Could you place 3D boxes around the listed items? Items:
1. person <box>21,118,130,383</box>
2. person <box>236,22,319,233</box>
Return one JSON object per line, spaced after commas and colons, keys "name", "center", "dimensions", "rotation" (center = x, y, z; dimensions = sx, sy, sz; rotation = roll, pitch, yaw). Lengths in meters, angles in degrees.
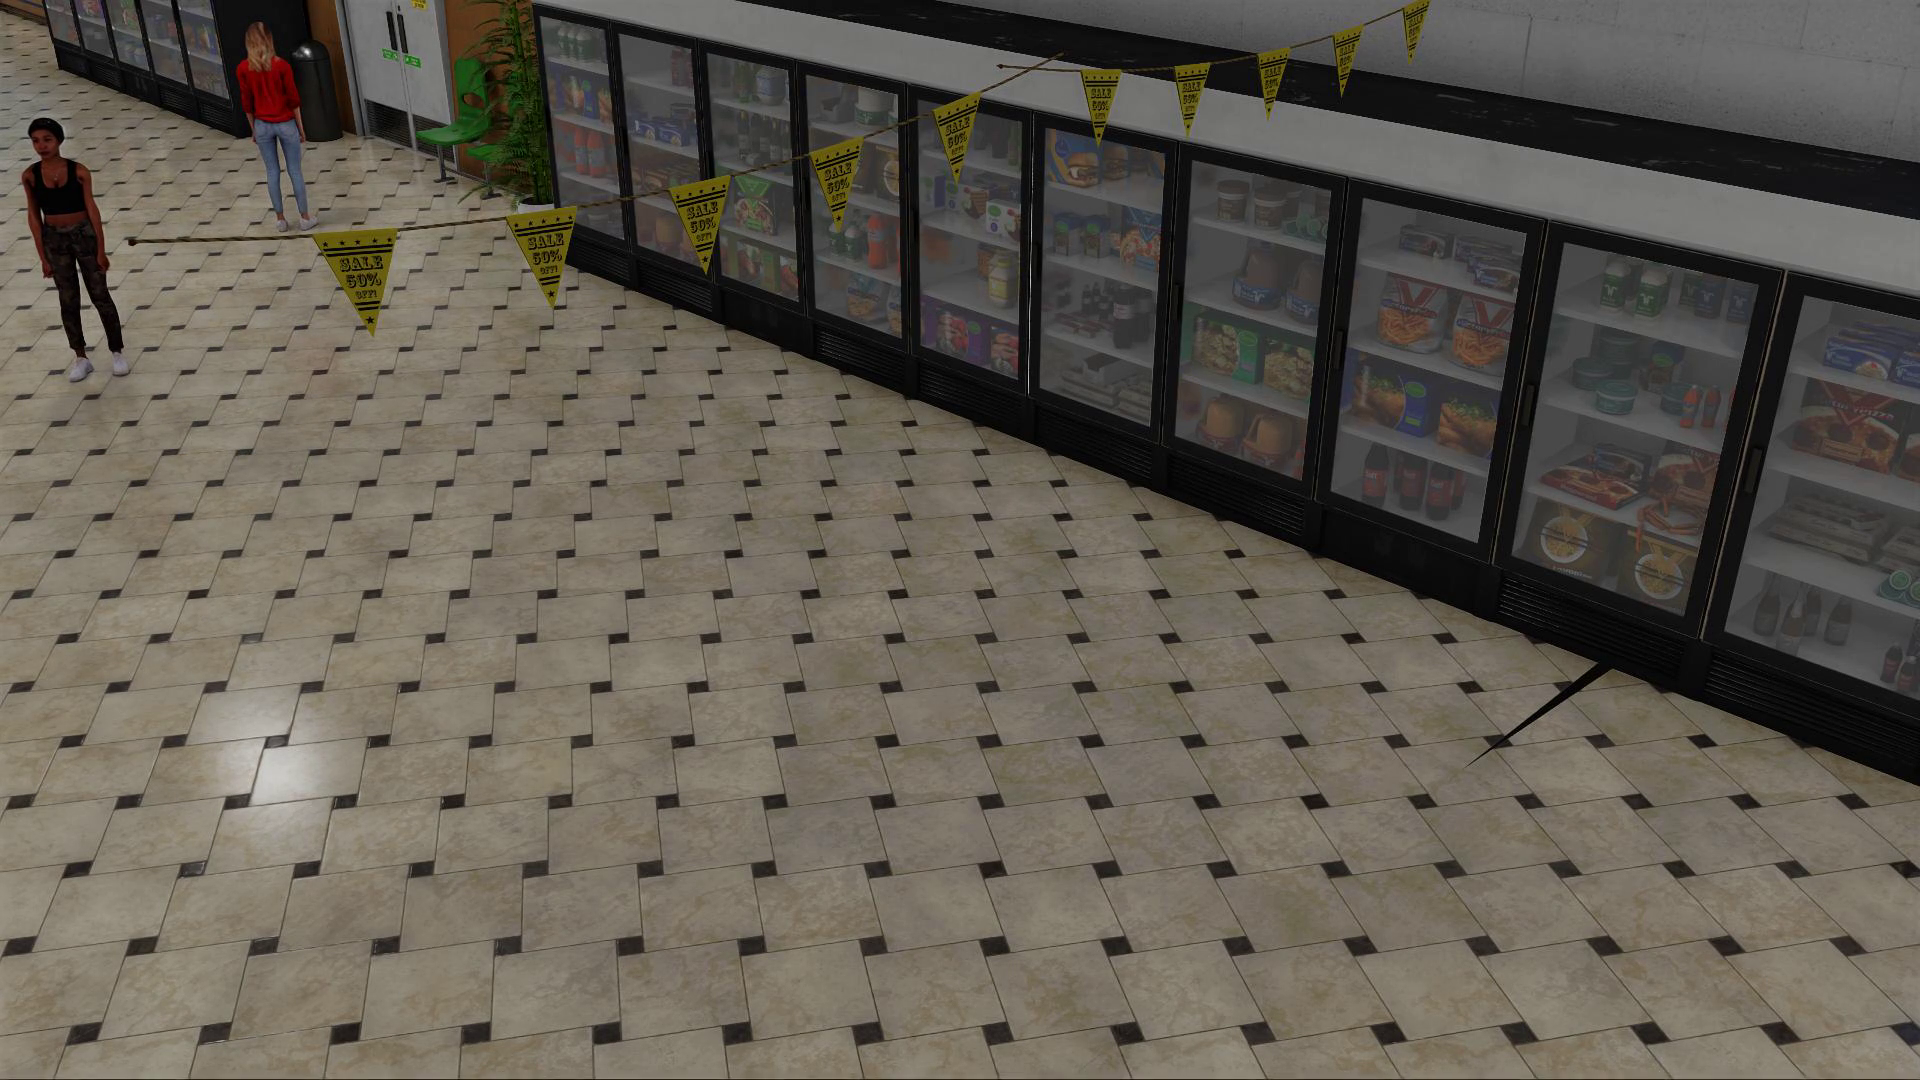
{"name": "person", "center": [-5.750, -1.892, 10.787], "dimensions": [0.605, 1.701, 0.714], "rotation": [-9, 28, -17]}
{"name": "person", "center": [-5.670, -3.414, 13.782], "dimensions": [0.636, 1.705, 0.747], "rotation": [-5, 27, -10]}
